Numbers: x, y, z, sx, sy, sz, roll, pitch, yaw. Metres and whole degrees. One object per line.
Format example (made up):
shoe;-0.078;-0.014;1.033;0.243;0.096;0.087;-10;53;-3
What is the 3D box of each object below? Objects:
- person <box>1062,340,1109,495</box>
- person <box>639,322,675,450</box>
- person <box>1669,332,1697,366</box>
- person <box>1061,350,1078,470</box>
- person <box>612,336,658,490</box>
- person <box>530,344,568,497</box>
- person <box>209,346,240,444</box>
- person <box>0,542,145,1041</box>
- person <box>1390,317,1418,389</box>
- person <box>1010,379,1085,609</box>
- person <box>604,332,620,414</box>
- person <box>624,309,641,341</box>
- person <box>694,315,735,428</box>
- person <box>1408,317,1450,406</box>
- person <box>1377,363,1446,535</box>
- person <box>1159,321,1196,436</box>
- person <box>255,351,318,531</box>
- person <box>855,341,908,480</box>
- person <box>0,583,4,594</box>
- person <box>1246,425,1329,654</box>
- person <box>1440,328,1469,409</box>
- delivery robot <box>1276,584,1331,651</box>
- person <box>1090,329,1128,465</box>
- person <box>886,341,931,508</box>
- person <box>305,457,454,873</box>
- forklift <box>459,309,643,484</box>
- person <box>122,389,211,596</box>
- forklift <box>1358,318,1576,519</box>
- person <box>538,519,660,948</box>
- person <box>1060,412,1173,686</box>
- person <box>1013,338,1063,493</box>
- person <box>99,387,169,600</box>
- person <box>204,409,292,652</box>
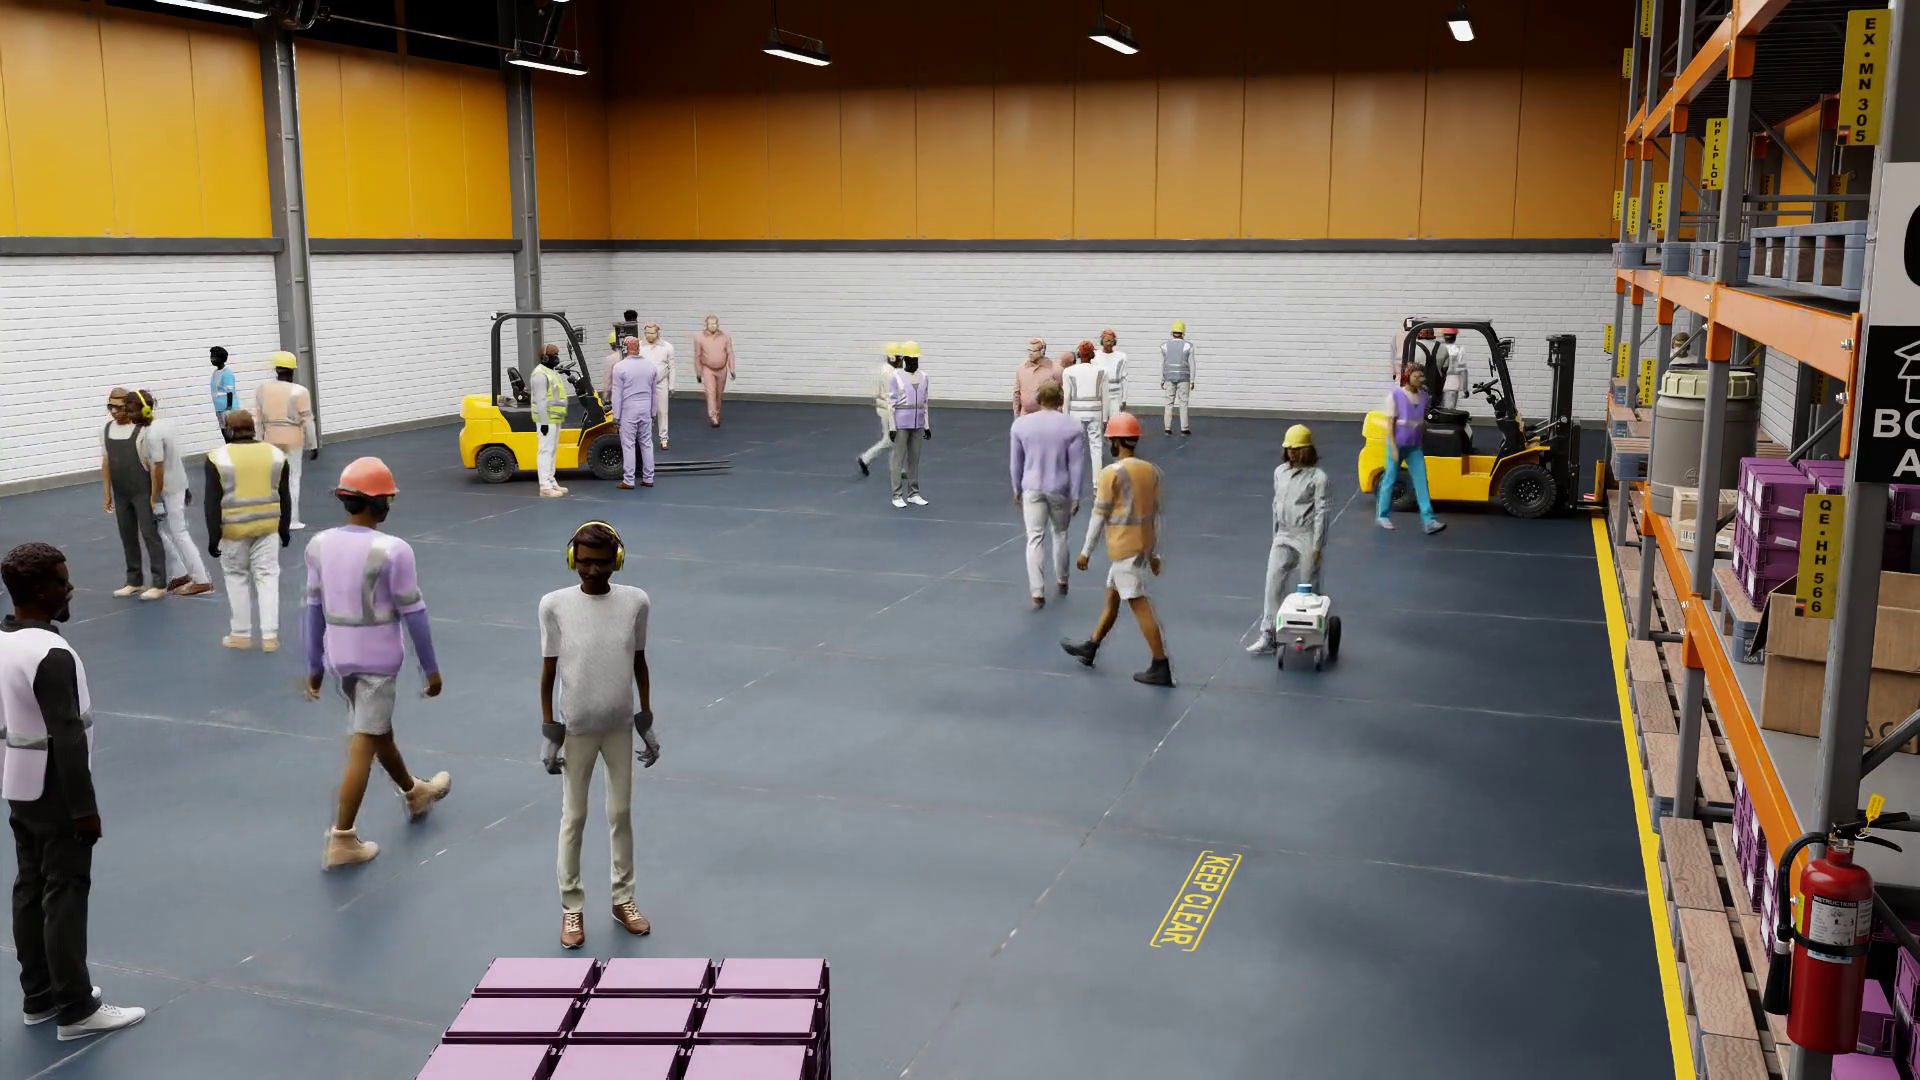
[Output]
person;1.517;-1.470;20.146;0.574;1.882;0.358;0;10;0
person;-4.534;-2.267;24.588;0.638;1.901;0.402;-1;10;-5
person;9.099;-1.672;21.139;0.627;1.935;0.371;3;10;16
person;1.435;-1.729;22.326;0.528;1.627;0.475;7;12;33
person;-4.073;-1.584;20.745;0.401;1.903;0.644;9;14;42
person;-4.958;-1.448;20.136;0.430;1.844;0.624;0;10;1
person;-9.847;-1.753;22.288;0.321;1.690;0.536;-9;14;-42
person;-3.493;0.959;6.366;0.590;1.919;0.392;8;13;37
person;7.454;-2.778;27.626;0.626;1.844;0.429;10;14;43
person;0.747;-0.416;14.165;0.638;1.895;1.003;1;10;6
person;-5.020;-2.196;24.612;0.383;1.749;0.549;9;14;42
person;-5.555;-2.908;28.063;0.392;1.953;0.610;5;11;27
person;-4.127;-2.847;27.964;0.636;1.867;0.985;-4;11;-23
person;6.431;-2.099;23.241;0.683;2.000;0.537;-2;10;-13
person;4.741;-0.956;17.492;0.581;1.796;0.928;-4;11;-19
person;3.465;-2.571;26.483;0.591;1.833;0.403;4;11;20
person;-7.144;-1.055;17.728;0.607;1.905;0.514;1;10;7
person;-0.962;-1.653;21.404;0.688;1.809;0.594;1;10;4
person;-8.518;-0.284;14.220;0.538;1.613;0.384;1;10;7
person;2.433;0.014;12.239;0.796;1.705;0.511;-10;14;-44
person;7.209;-2.286;24.724;0.947;1.910;0.538;-9;13;-41
delivery robot;2.517;0.563;12.169;0.477;0.478;0.707;3;11;16
person;2.021;-1.964;22.960;0.602;1.878;0.398;0;10;2
person;-0.585;-1.346;19.318;0.584;1.928;0.373;-8;13;-38
person;-2.898;0.574;8.333;0.633;1.983;1.052;5;11;25
forklift;-5.354;-1.902;21.697;2.313;2.155;1.214;-2;10;-13
person;-6.797;-0.395;14.277;0.599;1.815;0.552;-5;11;-27
forklift;5.787;-1.437;19.079;2.313;2.155;1.214;3;11;19
person;-1.569;0.833;7.246;0.519;1.860;0.326;-5;11;-26
person;1.119;0.048;11.643;1.036;1.872;0.549;8;13;39
person;0.938;-1.501;20.258;0.651;1.904;0.402;4;11;24
person;-7.080;-0.393;14.230;0.507;1.836;0.361;2;10;12
person;-5.337;-0.072;12.458;0.653;1.819;0.578;-10;14;-43
